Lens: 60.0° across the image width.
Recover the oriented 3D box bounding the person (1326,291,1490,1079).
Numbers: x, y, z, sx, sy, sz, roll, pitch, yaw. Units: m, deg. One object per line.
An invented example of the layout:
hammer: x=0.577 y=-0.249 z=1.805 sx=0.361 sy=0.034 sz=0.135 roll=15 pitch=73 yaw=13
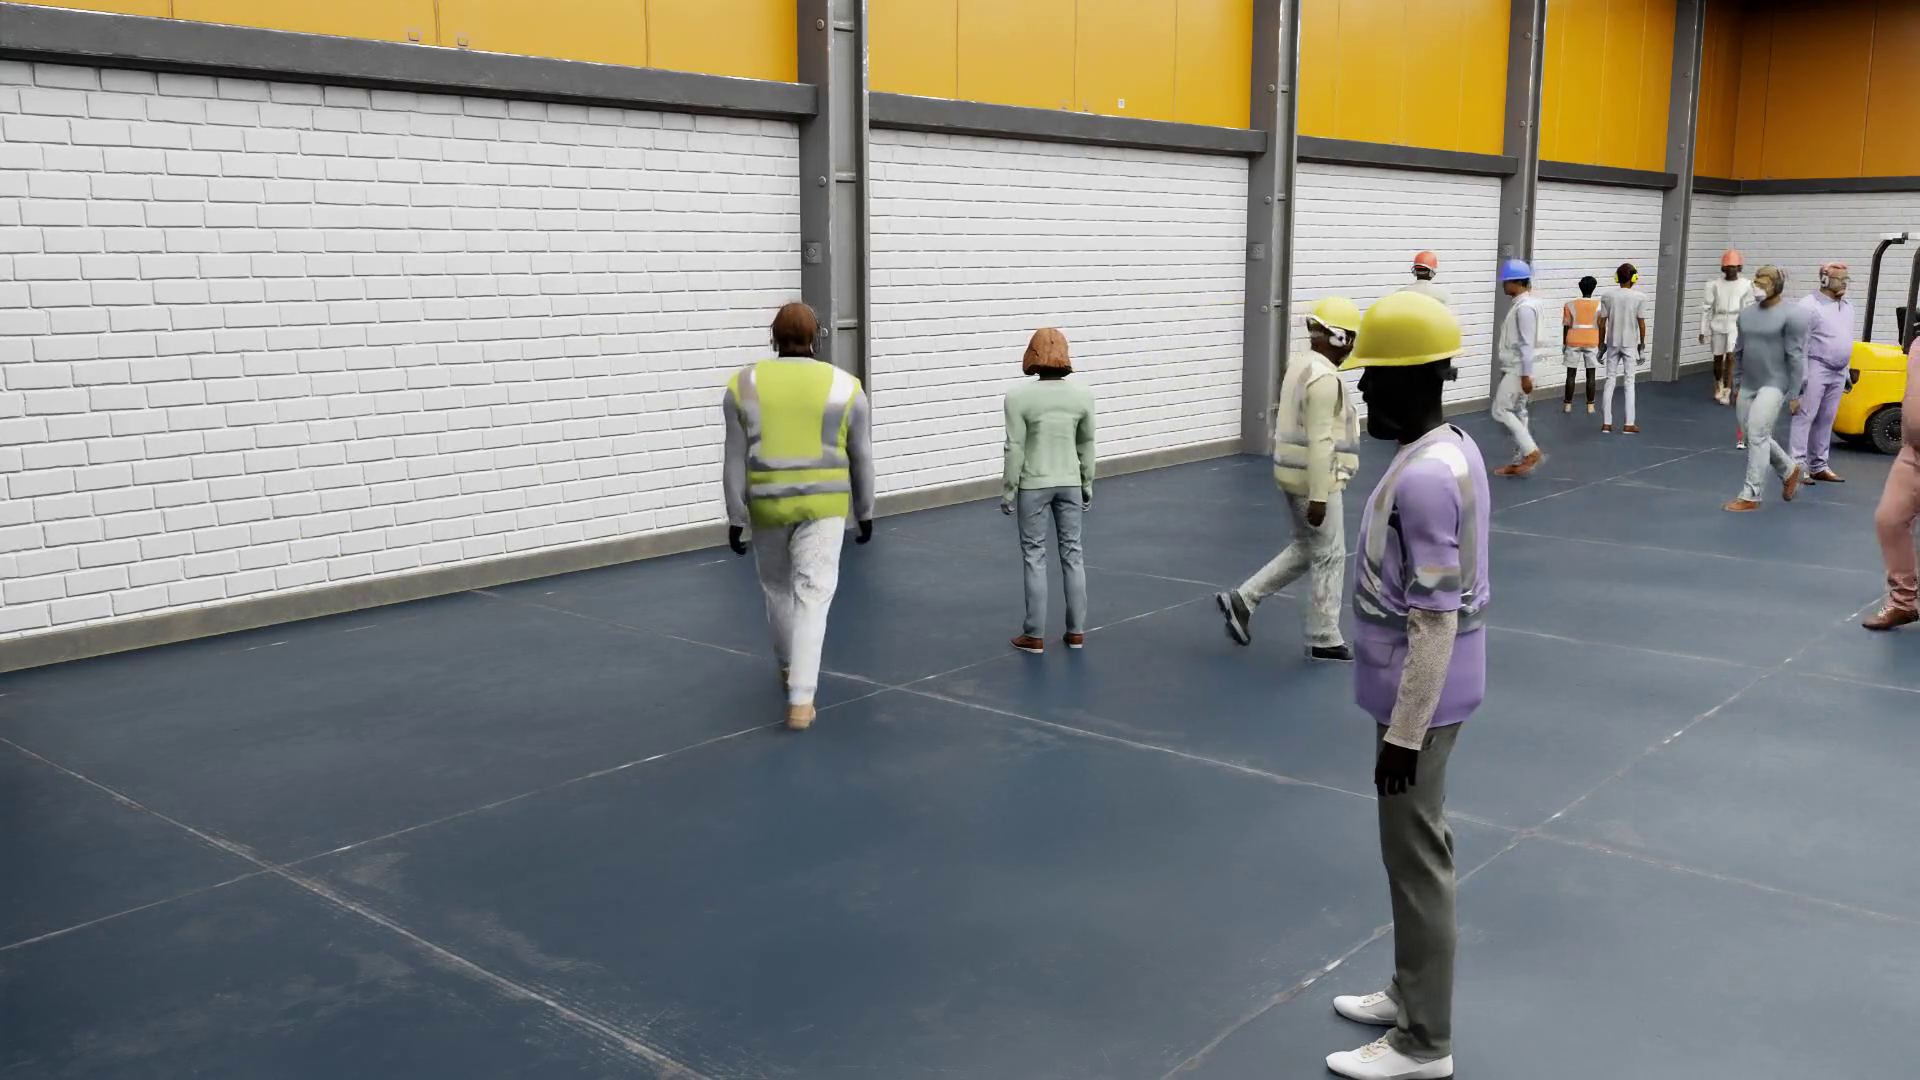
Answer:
person: x=1.079 y=0.365 z=4.055 sx=0.382 sy=1.922 sz=0.594 roll=3 pitch=10 yaw=17

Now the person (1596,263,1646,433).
person: x=7.267 y=-2.098 z=18.266 sx=0.520 sy=1.862 sz=0.332 roll=7 pitch=12 yaw=36

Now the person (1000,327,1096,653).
person: x=0.445 y=-0.248 z=8.375 sx=0.507 sy=1.631 sz=0.266 roll=-4 pitch=11 yaw=-21

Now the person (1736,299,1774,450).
person: x=8.206 y=-1.804 z=17.015 sx=0.515 sy=1.713 sz=0.938 roll=7 pitch=12 yaw=34

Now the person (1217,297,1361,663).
person: x=1.650 y=-0.290 z=8.164 sx=0.657 sy=1.795 sz=0.622 roll=0 pitch=10 yaw=-3

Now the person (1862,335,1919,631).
person: x=5.061 y=-0.419 z=8.614 sx=0.676 sy=1.883 sz=0.670 roll=-3 pitch=10 yaw=-17

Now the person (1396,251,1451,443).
person: x=4.750 y=-1.967 z=17.130 sx=0.610 sy=1.996 sz=0.384 roll=6 pitch=11 yaw=30

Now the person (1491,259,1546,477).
person: x=4.896 y=-1.495 z=14.646 sx=0.435 sy=1.927 sz=0.614 roll=3 pitch=10 yaw=18

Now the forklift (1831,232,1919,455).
forklift: x=9.955 y=-1.972 z=16.595 sx=2.313 sy=2.155 sz=1.214 roll=1 pitch=10 yaw=8

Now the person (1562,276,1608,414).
person: x=7.659 y=-2.392 z=20.424 sx=0.530 sy=1.689 sz=0.322 roll=3 pitch=10 yaw=18

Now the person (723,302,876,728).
person: x=-0.692 y=-0.139 z=7.301 sx=0.646 sy=1.786 sz=0.973 roll=0 pitch=10 yaw=0

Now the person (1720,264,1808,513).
person: x=6.284 y=-1.169 z=12.859 sx=0.826 sy=1.917 sz=0.636 roll=-3 pitch=11 yaw=-18

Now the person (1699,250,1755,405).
person: x=10.069 y=-2.793 z=21.833 sx=0.622 sy=2.008 sz=1.008 roll=5 pitch=11 yaw=28

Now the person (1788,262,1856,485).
person: x=7.464 y=-1.435 z=14.353 sx=0.639 sy=1.911 sz=0.407 roll=-4 pitch=11 yaw=-24
